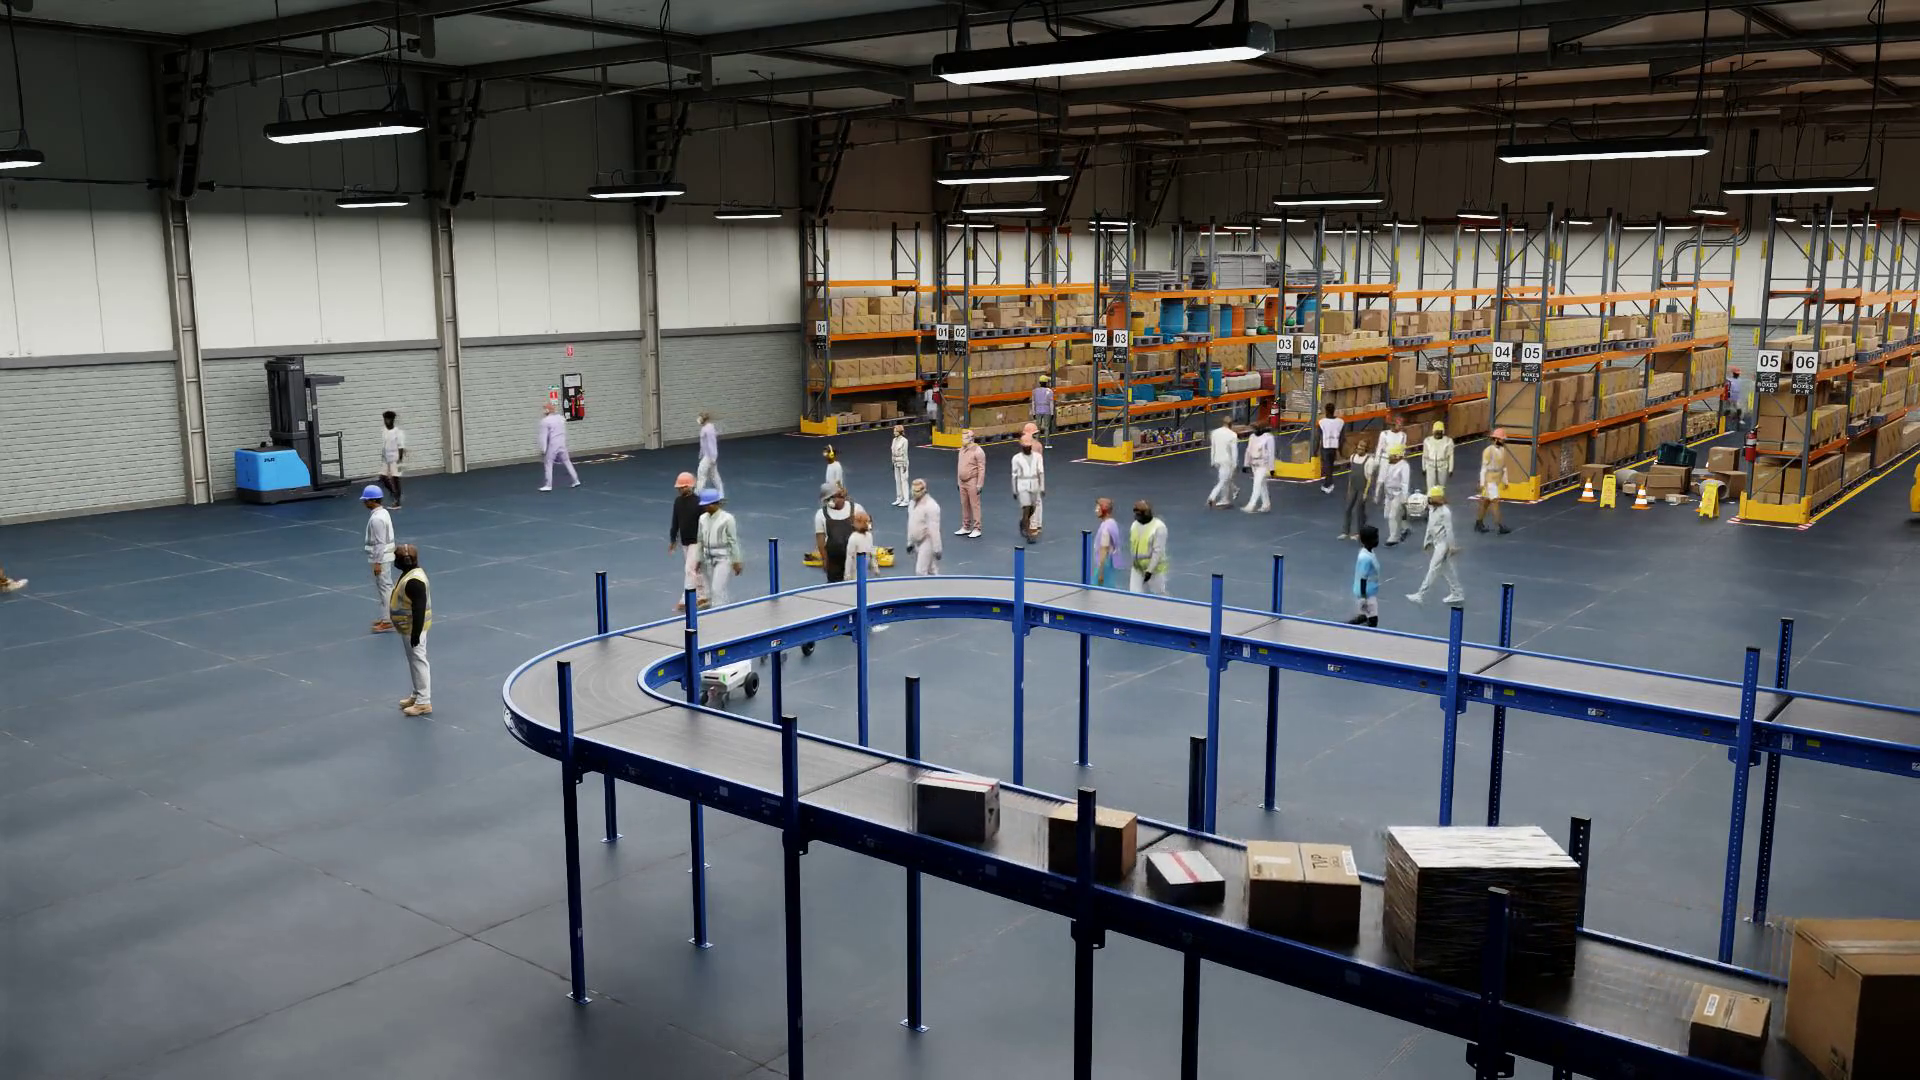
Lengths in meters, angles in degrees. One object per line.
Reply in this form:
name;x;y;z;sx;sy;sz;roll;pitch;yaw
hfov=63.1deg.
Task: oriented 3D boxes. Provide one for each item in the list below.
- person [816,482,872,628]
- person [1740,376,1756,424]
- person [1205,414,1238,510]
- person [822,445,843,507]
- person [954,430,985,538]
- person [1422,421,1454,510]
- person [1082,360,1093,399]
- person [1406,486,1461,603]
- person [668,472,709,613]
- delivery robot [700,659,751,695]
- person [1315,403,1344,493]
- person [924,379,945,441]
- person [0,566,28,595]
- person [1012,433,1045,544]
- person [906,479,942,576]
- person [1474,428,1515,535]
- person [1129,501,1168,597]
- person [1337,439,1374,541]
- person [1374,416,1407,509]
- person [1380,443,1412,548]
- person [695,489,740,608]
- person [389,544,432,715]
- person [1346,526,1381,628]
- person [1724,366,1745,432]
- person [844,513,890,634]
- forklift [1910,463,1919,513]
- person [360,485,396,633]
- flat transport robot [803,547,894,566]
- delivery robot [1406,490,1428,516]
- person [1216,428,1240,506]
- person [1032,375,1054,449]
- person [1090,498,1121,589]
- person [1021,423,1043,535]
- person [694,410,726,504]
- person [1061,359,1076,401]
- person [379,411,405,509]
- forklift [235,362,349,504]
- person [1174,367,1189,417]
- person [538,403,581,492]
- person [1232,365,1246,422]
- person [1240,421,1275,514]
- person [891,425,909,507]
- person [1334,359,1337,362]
person;-1.529;0.191;20.764;0.741;2.000;0.550;-2;10;-10
person;23.787;-4.242;46.890;0.556;1.580;0.836;-8;13;-38
person;5.122;-1.511;30.652;0.885;1.908;0.644;-7;12;-36
person;-2.194;-0.662;25.992;0.696;1.843;0.574;-4;11;-20
person;0.156;-1.002;27.745;0.402;1.904;0.652;-8;13;-38
person;9.304;-1.434;30.457;0.592;1.809;0.824;4;11;21
person;3.954;-4.642;48.493;0.537;1.848;0.830;9;13;40
person;6.799;0.067;22.310;0.909;1.684;0.492;-1;10;-8
person;-3.815;0.036;21.759;0.625;1.952;0.950;8;13;39
delivery robot;-2.615;1.478;17.437;0.477;0.478;0.707;3;11;18
person;7.812;-1.945;33.082;0.608;1.895;0.769;-2;10;-12
person;-0.671;-3.579;42.940;0.555;1.650;0.860;6;12;30
person;-14.227;-0.132;22.641;0.645;1.978;1.095;8;13;37
person;1.165;-0.931;27.354;0.552;1.916;0.865;-3;11;-17
person;-0.474;0.064;21.891;0.679;1.862;0.678;-6;12;-30
person;9.634;-1.043;27.973;0.561;1.895;0.964;-8;13;-38
person;2.363;0.387;20.251;0.975;1.779;0.616;-9;14;-42
person;6.868;-0.860;27.232;0.682;1.802;0.594;-7;12;-35
person;8.469;-1.539;30.925;0.654;1.850;0.784;0;10;-2
person;7.477;-0.766;26.684;0.547;1.806;0.607;-2;10;-11
person;-3.256;0.290;20.441;0.630;1.913;0.808;8;13;36
person;-5.933;0.954;16.912;0.429;1.842;0.635;-5;11;-25
person;4.904;0.637;19.150;0.677;1.672;0.536;3;10;16
person;22.223;-4.036;44.860;0.554;1.889;0.808;-3;10;-15
person;-1.270;0.432;20.513;0.833;1.590;0.524;5;11;25
forklift;19.034;-1.348;28.998;2.313;2.155;1.214;8;13;37
person;-7.666;0.236;20.654;0.404;1.945;0.616;-3;10;-14
flat transport robot;-1.799;0.254;25.391;1.431;0.197;0.652;0;10;1
delivery robot;8.696;-0.709;29.750;0.477;0.478;0.707;4;11;21
person;5.399;-1.519;31.433;0.611;1.621;0.525;-6;12;-29
person;2.168;-3.336;40.809;0.589;1.929;0.364;4;11;20
person;1.948;0.342;20.454;0.920;1.808;0.580;1;10;7
person;1.279;-1.100;28.038;0.397;1.992;0.621;4;11;22
person;-5.173;-1.651;31.421;0.971;1.892;0.653;-2;10;-12
person;3.448;-4.848;49.700;0.583;1.799;0.903;7;12;33
person;-11.210;-1.584;30.863;0.643;1.954;0.407;6;12;29
forklift;-13.803;-2.244;32.110;1.129;2.768;1.873;8;13;37
person;6.938;-4.604;48.892;0.505;1.596;0.795;8;13;37
person;-8.616;-1.993;33.464;0.541;1.867;0.834;7;12;33
person;8.568;-4.490;47.864;0.531;1.733;0.838;6;12;31
person;5.720;-1.405;30.307;0.907;1.799;0.623;-5;11;-25
person;-1.195;-1.487;31.251;0.319;1.629;0.508;-7;12;-34
person;12.360;-5.196;51.443;1.009;1.871;0.587;-5;11;-27
